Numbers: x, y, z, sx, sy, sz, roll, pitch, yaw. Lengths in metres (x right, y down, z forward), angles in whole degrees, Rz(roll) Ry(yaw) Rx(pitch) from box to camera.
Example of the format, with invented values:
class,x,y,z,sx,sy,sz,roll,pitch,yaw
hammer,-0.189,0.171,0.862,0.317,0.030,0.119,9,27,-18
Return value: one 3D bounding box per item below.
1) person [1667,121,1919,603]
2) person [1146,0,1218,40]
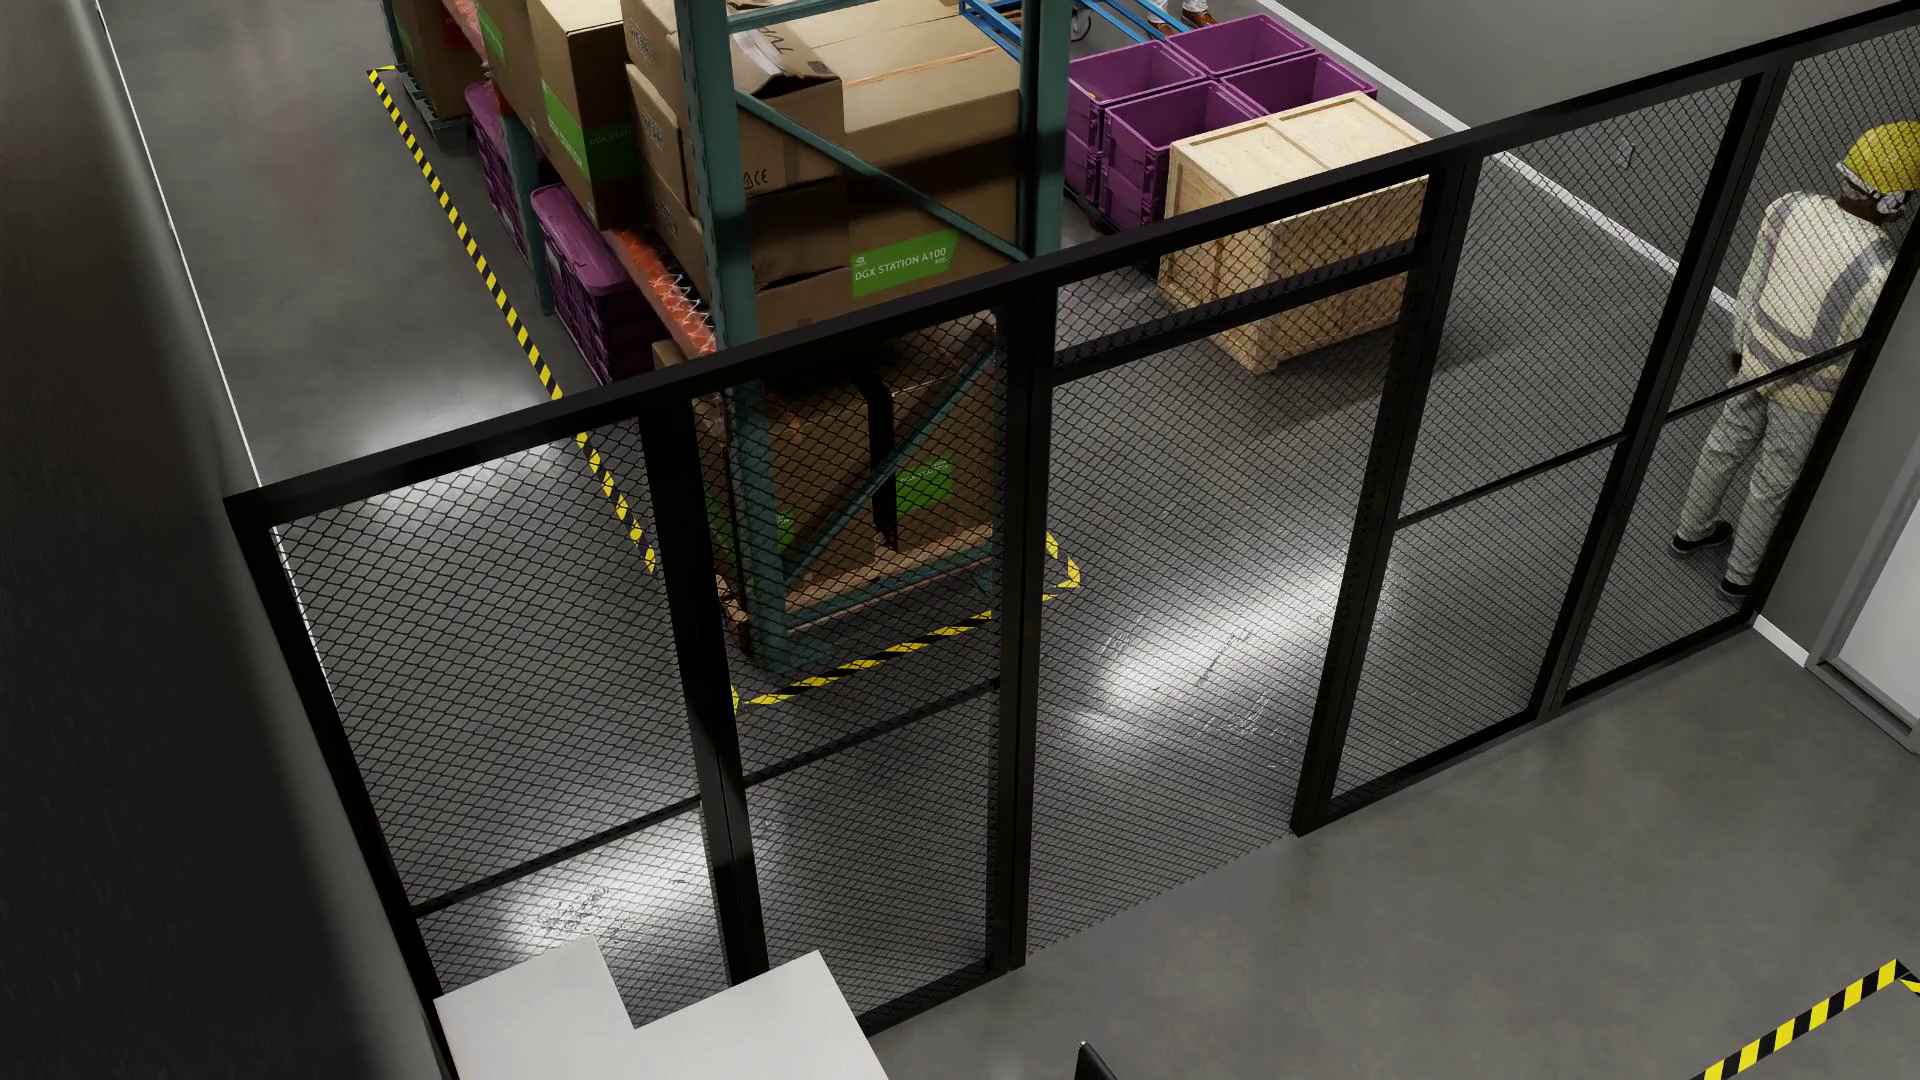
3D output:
class,x,y,z,sx,sy,sz,roll,pitch,yaw
person,2.860,-0.577,5.653,0.404,1.835,0.586,-13,44,-14
person,1.281,-3.629,8.915,0.627,1.941,0.371,-21,46,-21
